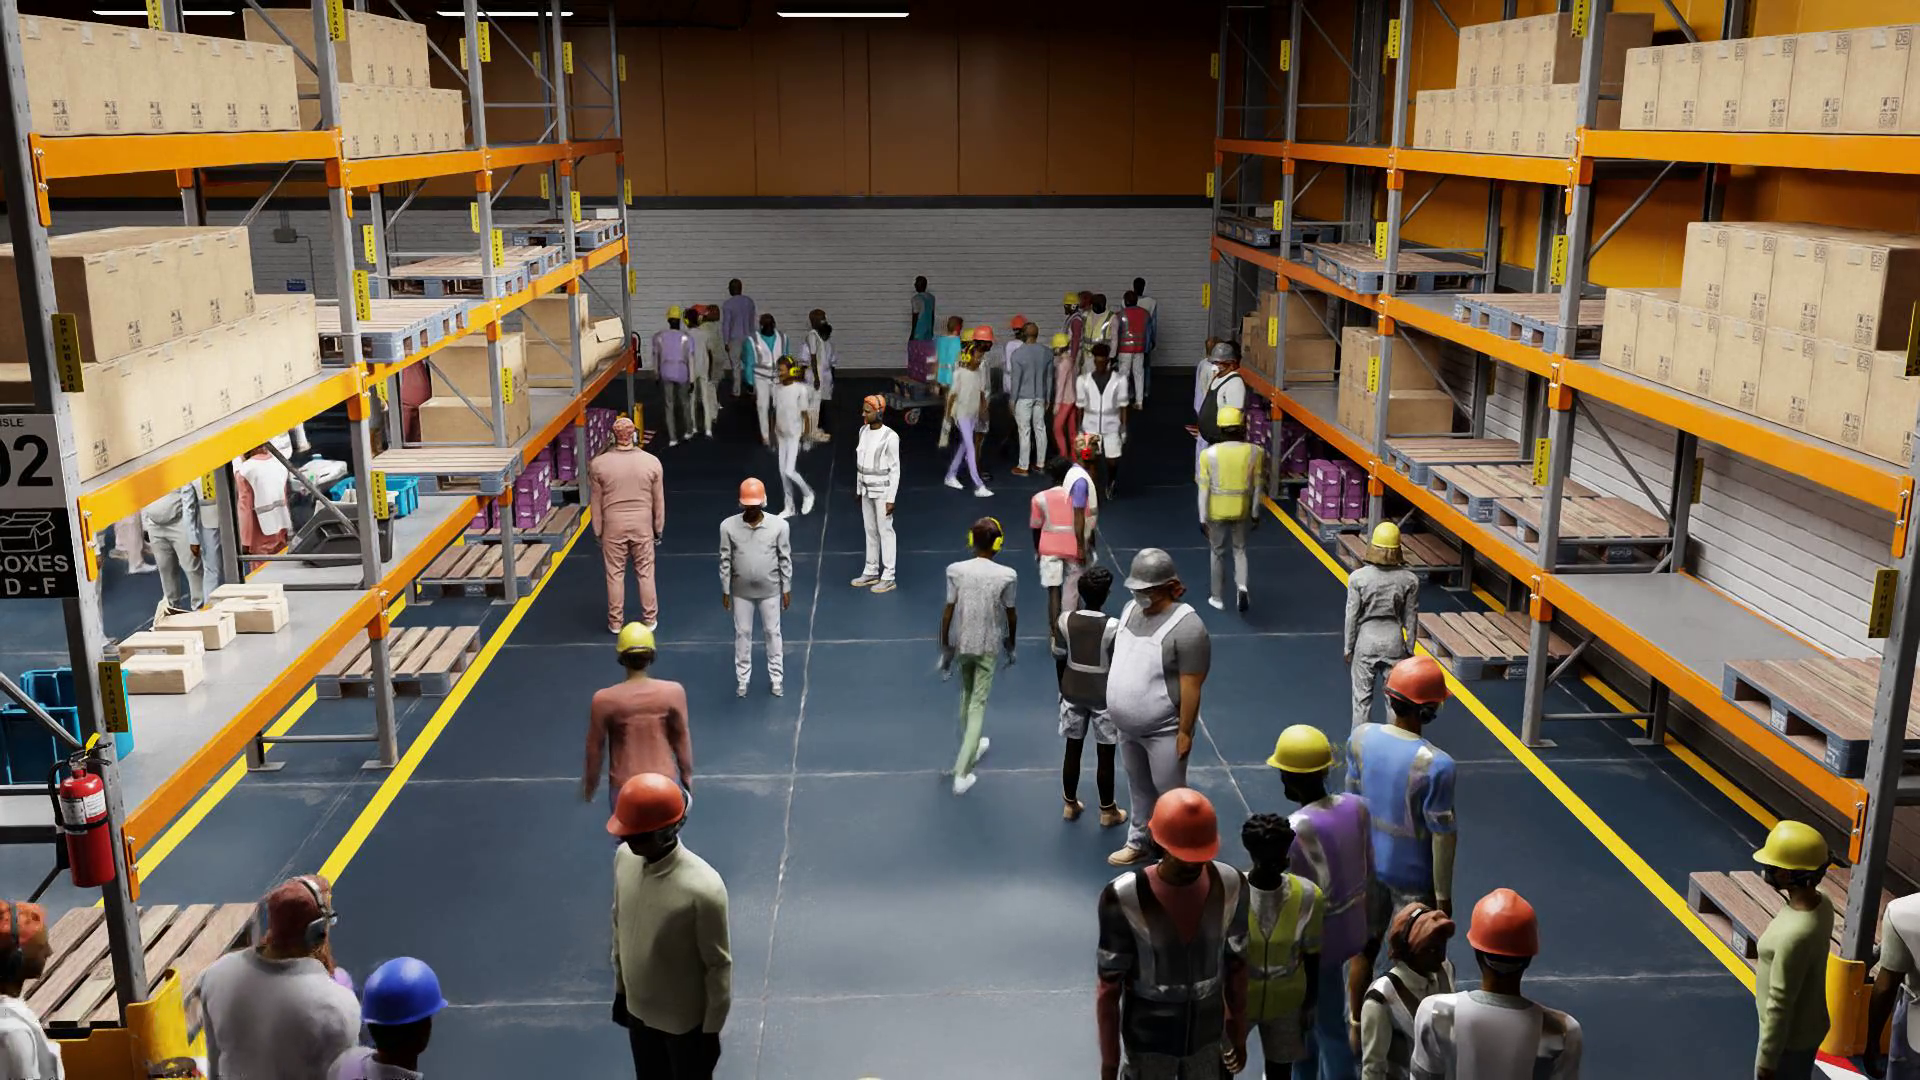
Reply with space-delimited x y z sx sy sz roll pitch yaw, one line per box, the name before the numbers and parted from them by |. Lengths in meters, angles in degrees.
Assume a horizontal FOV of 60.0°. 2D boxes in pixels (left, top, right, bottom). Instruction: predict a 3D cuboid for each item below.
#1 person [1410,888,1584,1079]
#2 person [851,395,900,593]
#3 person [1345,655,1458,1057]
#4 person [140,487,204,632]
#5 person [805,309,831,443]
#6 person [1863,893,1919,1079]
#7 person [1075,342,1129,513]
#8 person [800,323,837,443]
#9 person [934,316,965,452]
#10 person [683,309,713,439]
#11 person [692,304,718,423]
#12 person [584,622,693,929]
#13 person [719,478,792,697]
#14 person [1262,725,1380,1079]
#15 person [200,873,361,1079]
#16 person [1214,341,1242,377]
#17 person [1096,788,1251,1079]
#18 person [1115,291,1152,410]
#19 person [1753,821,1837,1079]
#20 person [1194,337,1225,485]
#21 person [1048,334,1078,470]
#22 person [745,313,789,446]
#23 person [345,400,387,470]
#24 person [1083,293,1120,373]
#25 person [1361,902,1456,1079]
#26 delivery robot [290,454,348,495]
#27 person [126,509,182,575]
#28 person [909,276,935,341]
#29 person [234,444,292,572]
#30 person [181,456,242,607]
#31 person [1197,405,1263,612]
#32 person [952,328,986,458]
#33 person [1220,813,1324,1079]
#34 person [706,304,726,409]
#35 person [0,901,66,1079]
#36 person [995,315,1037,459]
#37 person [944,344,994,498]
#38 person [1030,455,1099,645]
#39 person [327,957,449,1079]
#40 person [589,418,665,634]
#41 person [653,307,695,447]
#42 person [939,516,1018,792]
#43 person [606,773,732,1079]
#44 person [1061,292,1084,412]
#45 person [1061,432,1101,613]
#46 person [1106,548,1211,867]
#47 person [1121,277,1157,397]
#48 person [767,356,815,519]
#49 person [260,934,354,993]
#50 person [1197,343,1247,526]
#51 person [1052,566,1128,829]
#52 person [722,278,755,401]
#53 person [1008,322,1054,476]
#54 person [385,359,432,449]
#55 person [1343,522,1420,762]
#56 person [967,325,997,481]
person | 1.798 2.108 5.676 0.543 1.929 0.386 6 15 21
person | -0.797 -0.442 15.770 0.355 1.883 0.574 -11 18 -38
person | 2.064 1.515 7.766 0.378 2.044 0.608 -10 17 -35
person | -6.848 -0.119 14.455 0.640 1.909 0.409 4 15 14
person | -1.973 -2.279 23.052 0.333 1.844 0.515 0 14 0
person | 3.814 1.956 6.453 0.559 1.836 0.394 2 14 8
person | 1.624 -1.303 19.013 0.606 1.953 0.584 2 14 8
person | -2.007 -2.208 23.117 0.575 1.666 0.594 -6 16 -23
person | 0.001 -2.127 22.542 0.919 1.798 0.581 -12 19 -39
person | -3.692 -2.329 23.320 0.522 1.825 0.938 -5 15 -17
person | -3.798 -2.602 24.545 0.388 1.740 0.565 -2 14 -6
person | -1.744 1.314 9.133 0.573 1.746 0.407 -6 16 -24
person | -1.581 0.367 12.871 0.566 1.744 0.350 -1 14 -2
person | 1.520 1.718 7.272 0.756 1.888 0.594 13 19 42
person | -2.392 2.107 5.796 0.694 1.868 0.809 5 15 20
person | 3.082 -1.357 19.288 0.393 1.920 0.591 -1 14 -5
person | 0.821 1.887 6.339 0.611 2.032 0.411 -4 15 -14
person | 2.622 -2.904 25.531 0.641 1.836 0.430 -6 15 -22
person | 3.269 1.950 6.635 0.339 1.761 0.530 11 18 38
person | 3.035 -1.566 20.283 0.355 1.834 0.524 -1 14 -5
person | 1.314 -1.749 21.172 0.424 1.750 0.523 4 15 14
person | -2.582 -2.167 22.663 0.651 1.819 0.636 -6 15 -22
person | -7.572 -1.871 21.180 0.620 1.986 0.408 3 15 13
person | 2.084 -2.805 25.141 0.621 1.838 0.429 10 17 35
person | 1.659 2.115 6.219 0.523 1.638 0.310 -13 19 -41
delivery robot | -7.516 -0.766 19.503 0.477 0.478 0.707 4 15 14
person | -7.994 -0.618 16.431 0.588 1.904 0.722 8 16 29
person | -0.635 -3.486 27.793 0.344 1.847 0.504 14 20 43
person | -5.941 -0.065 14.245 0.401 1.909 0.599 3 15 12
person | -6.410 -0.095 14.363 0.402 1.908 0.598 8 16 29
person | 2.427 -0.262 14.998 0.600 1.914 0.617 -1 14 -5
person | 0.129 -1.929 21.922 0.485 1.731 0.366 12 19 40
person | 1.238 1.913 6.914 0.537 1.693 0.319 0 14 0
person | -3.770 -2.818 25.630 0.409 1.623 0.501 -5 15 -18
person | -3.259 2.134 5.687 0.658 1.868 0.624 -11 18 -37
person | 0.758 -2.010 21.907 0.822 1.902 0.561 -11 18 -36
person | 0.103 -1.446 19.886 0.552 1.802 0.989 -13 19 -42
person | 0.885 0.105 14.125 0.586 1.628 0.906 0 14 1
person | -1.743 2.234 5.181 0.456 1.921 0.672 -9 17 -32
person | -2.893 -0.121 14.492 0.636 1.900 0.400 -5 15 -18
person | -3.910 -2.270 22.923 0.601 1.882 0.945 0 14 0
person | 0.170 0.736 11.275 0.483 1.820 0.936 6 16 23
person | -1.167 1.845 6.581 0.609 1.988 0.392 11 18 37
person | 1.722 -2.869 25.411 0.403 1.826 0.591 0 14 -1
person | 0.985 -0.008 14.165 0.394 1.838 0.565 0 14 0
person | 1.107 1.013 9.742 0.535 2.000 0.684 -9 17 -33
person | 2.858 -3.244 26.697 0.590 1.919 0.394 -1 14 -5
person | -1.917 -1.144 18.593 0.524 1.856 0.425 12 18 39
person | -2.340 2.147 6.112 0.340 1.630 0.525 0 14 -2
person | 2.893 -1.192 18.398 0.536 2.000 0.701 -1 14 -4
person | 0.839 0.993 10.515 0.532 1.693 0.319 8 16 28
person | -3.511 -3.184 26.445 0.364 1.933 0.630 13 19 41
person | 0.880 -1.768 20.862 0.635 1.937 0.361 -9 17 -31
person | -6.728 -1.692 20.363 0.538 2.000 0.683 5 15 19
person | 2.882 0.733 11.435 0.490 1.743 0.324 2 14 7
person | 0.260 -1.688 20.572 0.389 1.930 0.544 -1 14 -5
